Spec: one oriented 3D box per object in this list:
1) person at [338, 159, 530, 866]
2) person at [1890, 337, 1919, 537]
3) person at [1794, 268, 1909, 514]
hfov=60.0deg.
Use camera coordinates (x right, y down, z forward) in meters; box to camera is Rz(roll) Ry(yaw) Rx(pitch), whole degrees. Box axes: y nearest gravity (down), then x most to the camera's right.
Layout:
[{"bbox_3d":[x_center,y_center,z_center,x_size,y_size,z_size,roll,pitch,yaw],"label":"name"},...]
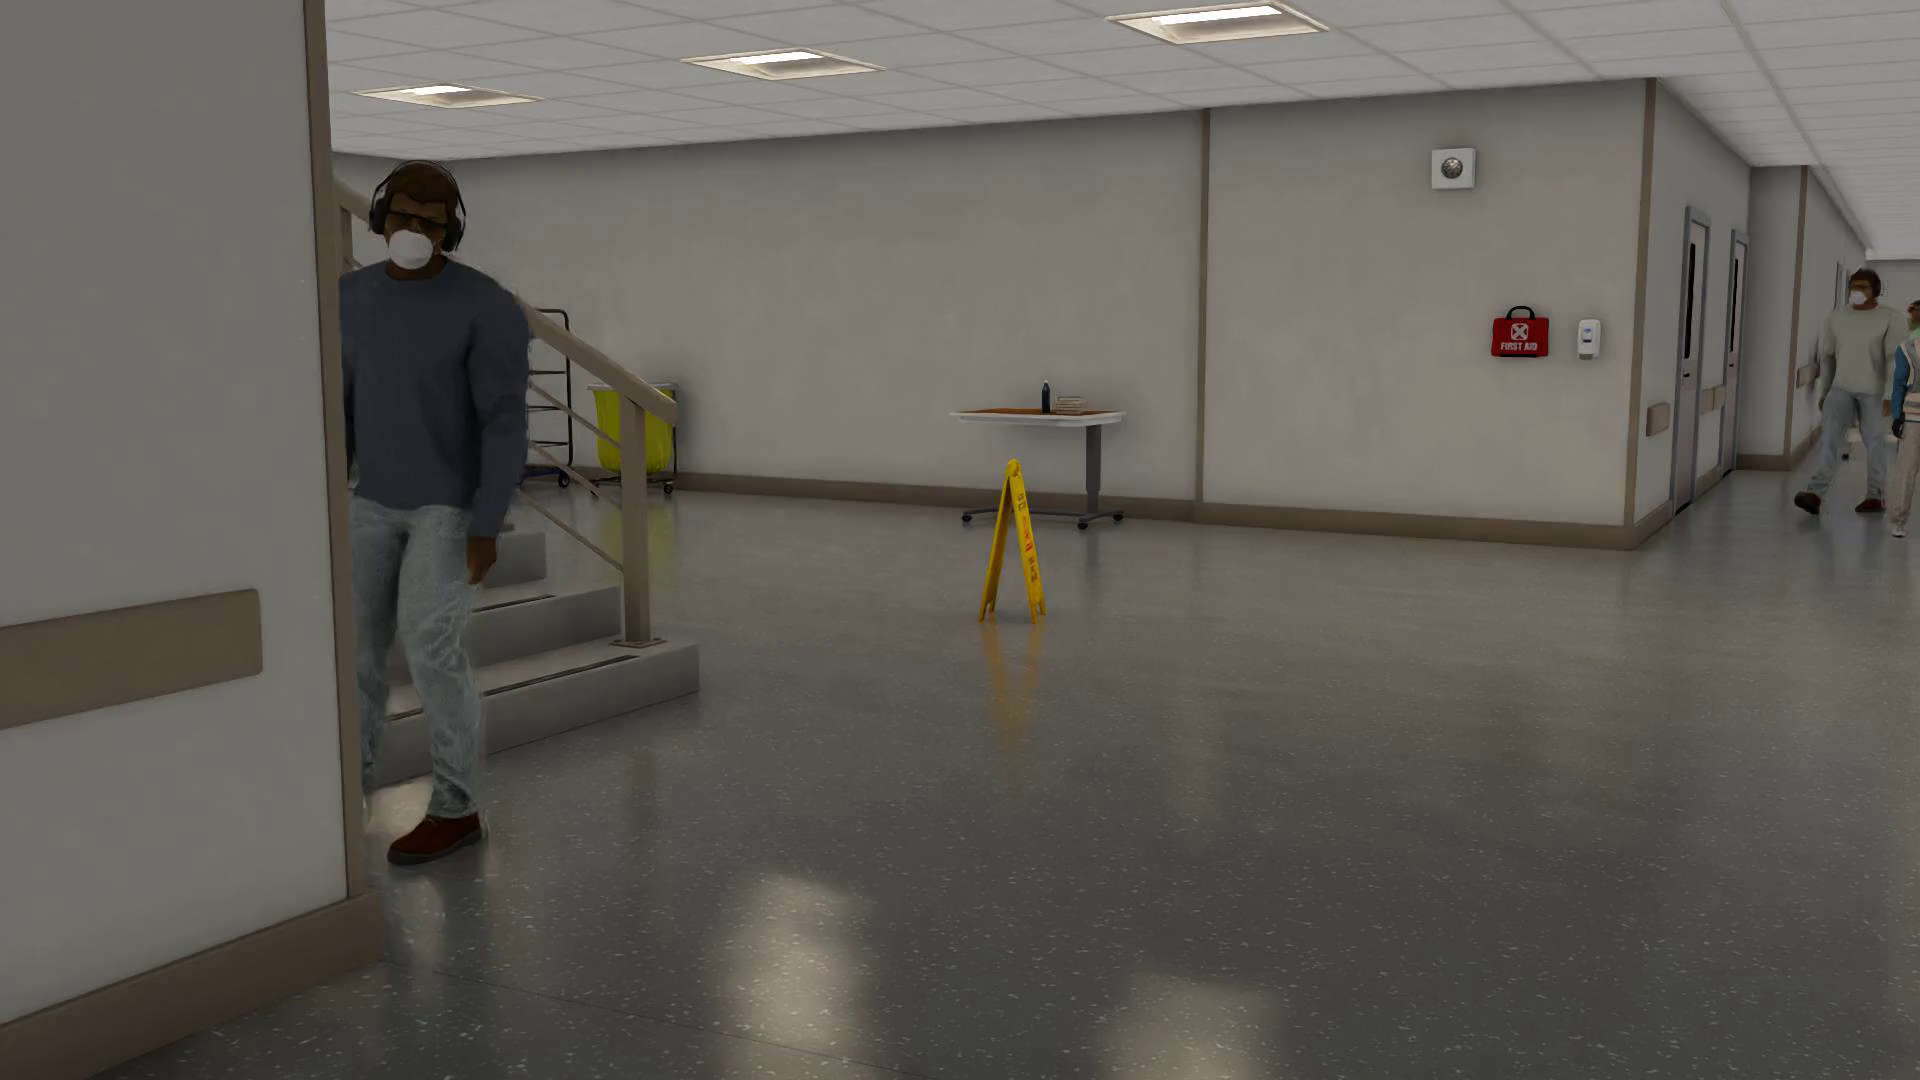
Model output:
[{"bbox_3d":[-1.525,-0.065,4.581,0.725,1.907,0.449,3,8,23],"label":"person"},{"bbox_3d":[6.664,-0.814,11.402,0.511,1.632,0.317,3,8,23],"label":"person"},{"bbox_3d":[6.863,-1.124,12.766,0.988,1.889,0.656,-6,9,-38],"label":"person"}]
